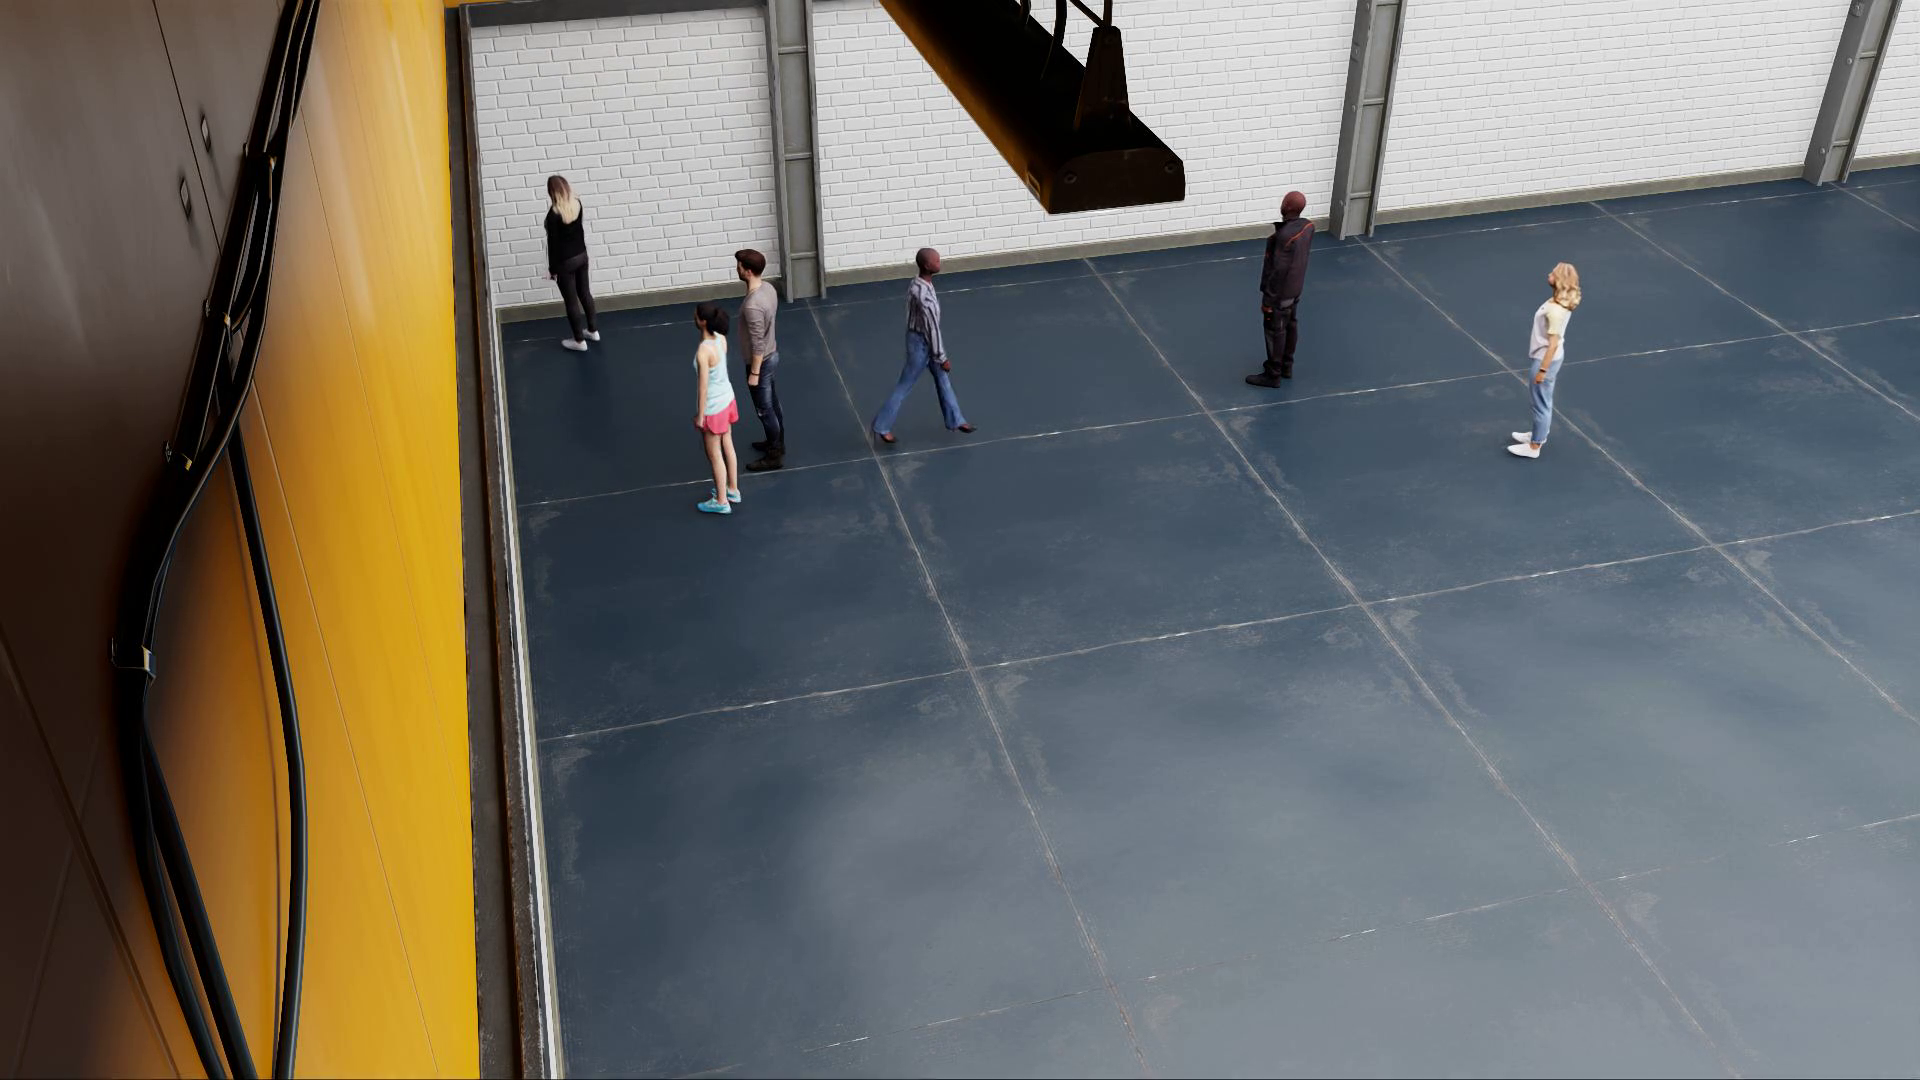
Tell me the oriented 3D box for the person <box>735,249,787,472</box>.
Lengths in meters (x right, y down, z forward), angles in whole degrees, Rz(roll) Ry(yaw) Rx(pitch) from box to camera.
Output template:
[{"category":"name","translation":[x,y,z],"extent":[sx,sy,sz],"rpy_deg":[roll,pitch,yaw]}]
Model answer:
[{"category":"person","translation":[-1.607,-1.459,13.475],"extent":[0.687,1.903,0.757],"rpy_deg":[2,34,3]}]

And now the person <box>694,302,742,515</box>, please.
[{"category":"person","translation":[-1.899,-1.045,12.977],"extent":[0.704,1.764,0.669],"rpy_deg":[8,34,11]}]

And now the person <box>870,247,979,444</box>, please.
[{"category":"person","translation":[-0.412,-1.539,13.743],"extent":[1.200,1.739,0.788],"rpy_deg":[-2,34,-3]}]

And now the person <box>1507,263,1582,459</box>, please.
[{"category":"person","translation":[4.830,-1.469,13.653],"extent":[0.752,1.722,0.702],"rpy_deg":[16,37,22]}]

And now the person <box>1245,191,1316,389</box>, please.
[{"category":"person","translation":[2.874,-2.226,14.698],"extent":[0.853,1.825,0.767],"rpy_deg":[22,39,29]}]

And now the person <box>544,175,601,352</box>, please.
[{"category":"person","translation":[-3.569,-2.545,15.307],"extent":[0.743,1.683,0.688],"rpy_deg":[17,37,24]}]
